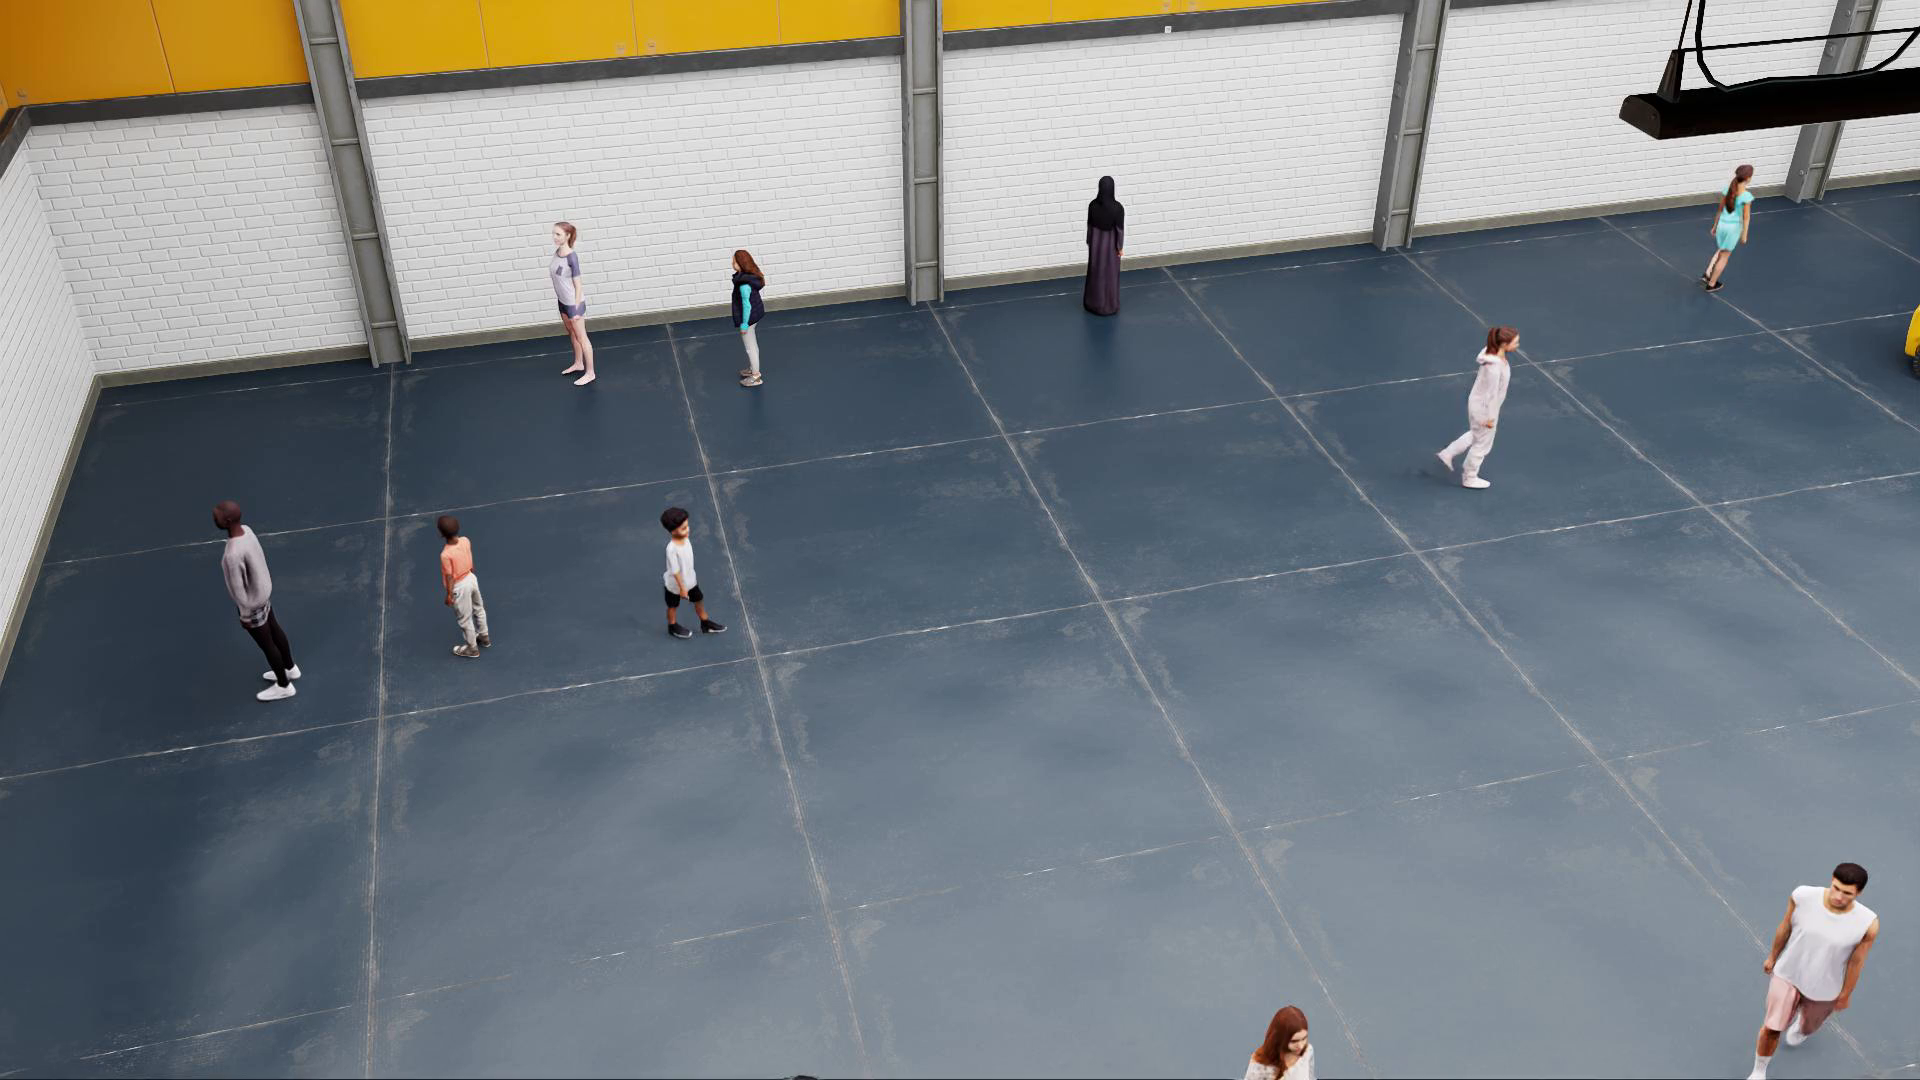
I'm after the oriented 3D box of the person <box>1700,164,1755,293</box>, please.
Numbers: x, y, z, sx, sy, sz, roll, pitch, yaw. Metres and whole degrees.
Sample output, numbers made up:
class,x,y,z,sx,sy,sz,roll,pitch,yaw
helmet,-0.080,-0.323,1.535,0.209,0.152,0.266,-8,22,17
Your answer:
class,x,y,z,sx,sy,sz,roll,pitch,yaw
person,8.834,-3.577,19.195,0.649,1.548,0.596,-16,37,-22

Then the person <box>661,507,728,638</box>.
class,x,y,z,sx,sy,sz,roll,pitch,yaw
person,-2.365,0.278,13.671,0.803,1.242,0.710,13,36,18

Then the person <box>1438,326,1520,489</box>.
class,x,y,z,sx,sy,sz,roll,pitch,yaw
person,4.836,-1.261,15.597,0.868,1.674,0.789,5,34,7

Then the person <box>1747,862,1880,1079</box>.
class,x,y,z,sx,sy,sz,roll,pitch,yaw
person,5.053,2.528,9.818,1.045,1.762,1.191,24,41,32

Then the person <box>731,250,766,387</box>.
class,x,y,z,sx,sy,sz,roll,pitch,yaw
person,-2.222,-2.333,17.367,0.620,1.500,0.611,-3,34,-5

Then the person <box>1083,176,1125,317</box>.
class,x,y,z,sx,sy,sz,roll,pitch,yaw
person,1.626,-3.335,18.772,0.720,1.615,0.782,17,37,24

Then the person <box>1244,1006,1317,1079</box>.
class,x,y,z,sx,sy,sz,roll,pitch,yaw
person,1.631,3.092,9.010,0.603,1.716,0.719,-15,37,-22

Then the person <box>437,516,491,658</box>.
class,x,y,z,sx,sy,sz,roll,pitch,yaw
person,-4.028,0.364,13.481,0.621,1.311,0.568,15,37,22

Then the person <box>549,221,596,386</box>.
class,x,y,z,sx,sy,sz,roll,pitch,yaw
person,-4.057,-2.495,17.367,0.662,1.769,0.647,-21,39,-29

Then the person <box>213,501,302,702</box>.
class,x,y,z,sx,sy,sz,roll,pitch,yaw
person,-5.469,0.452,12.934,0.537,1.770,0.624,-5,34,-8
